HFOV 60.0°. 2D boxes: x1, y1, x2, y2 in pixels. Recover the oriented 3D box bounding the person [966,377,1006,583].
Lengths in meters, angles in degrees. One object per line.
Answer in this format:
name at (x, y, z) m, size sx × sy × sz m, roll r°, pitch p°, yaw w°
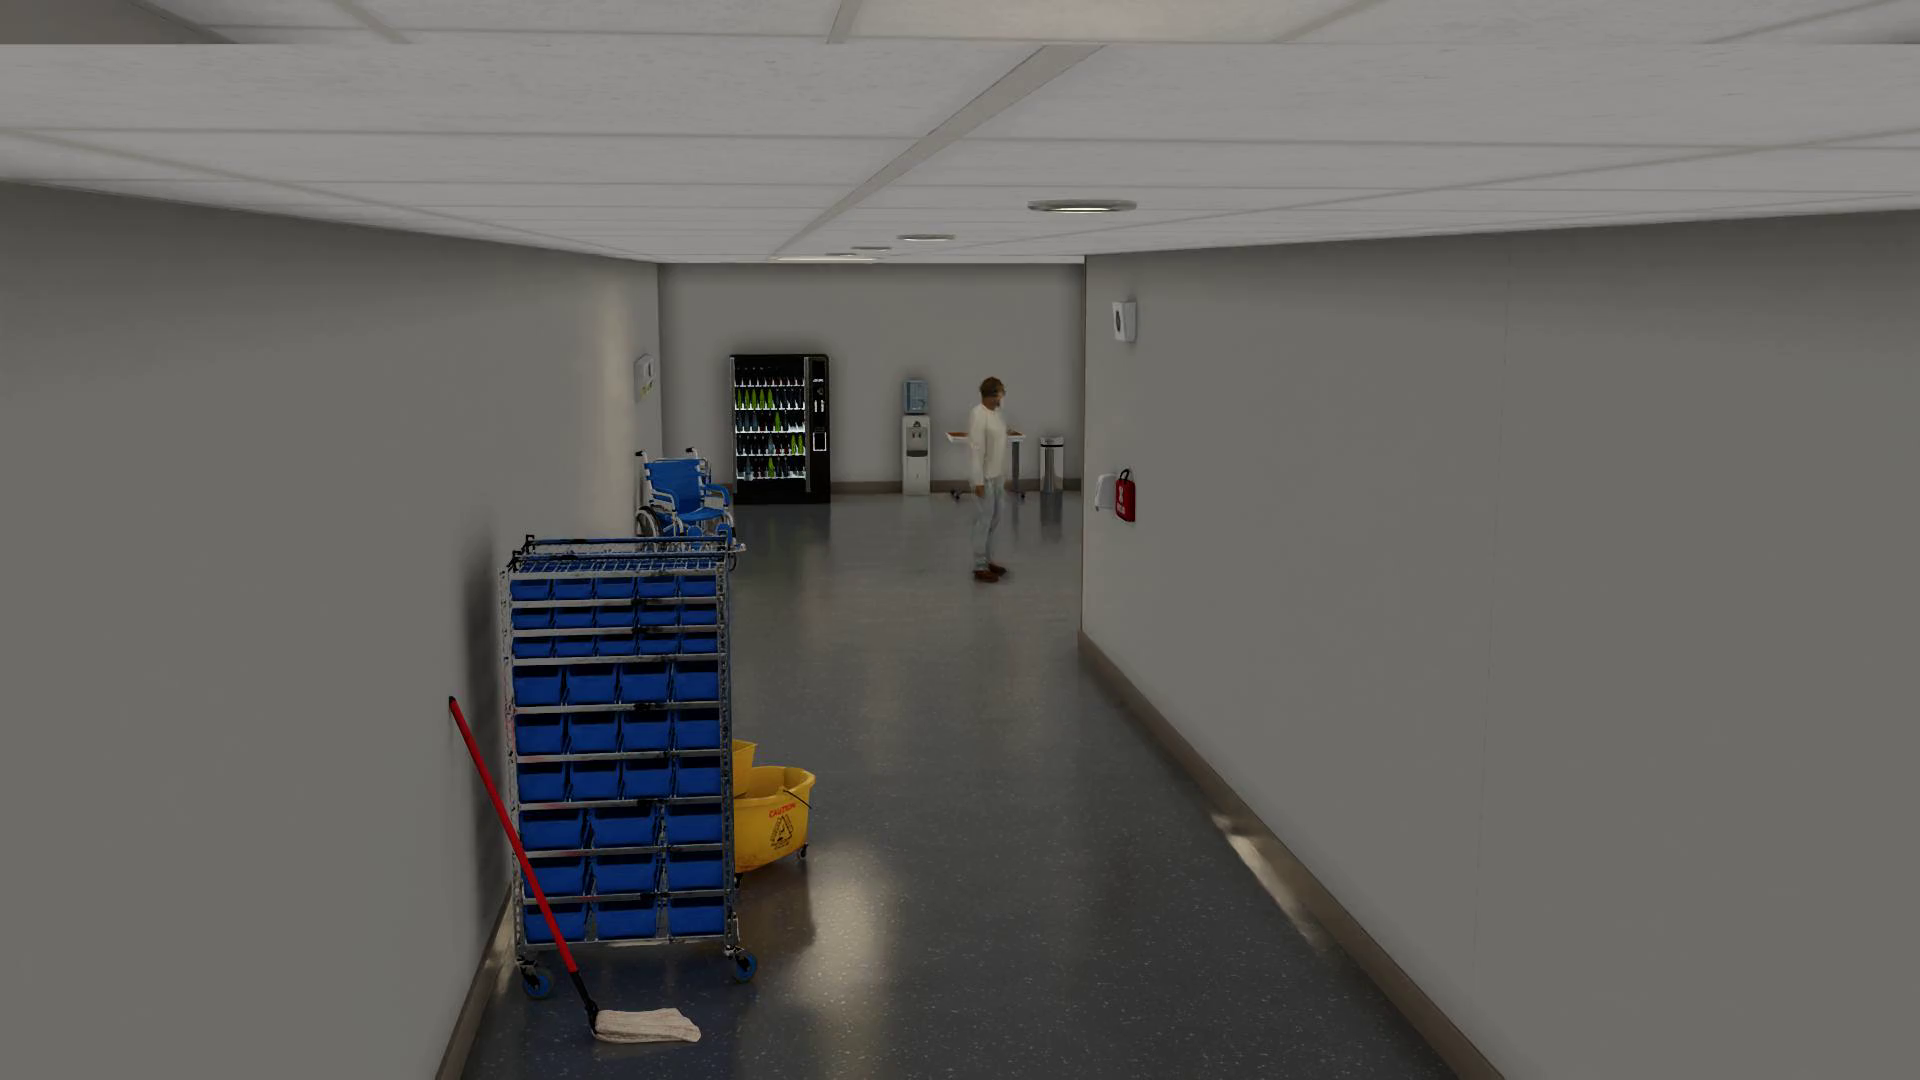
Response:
person at (0.241, -0.565, 15.654) m, size 0.401 × 1.919 × 0.671 m, roll 4°, pitch 10°, yaw 23°
